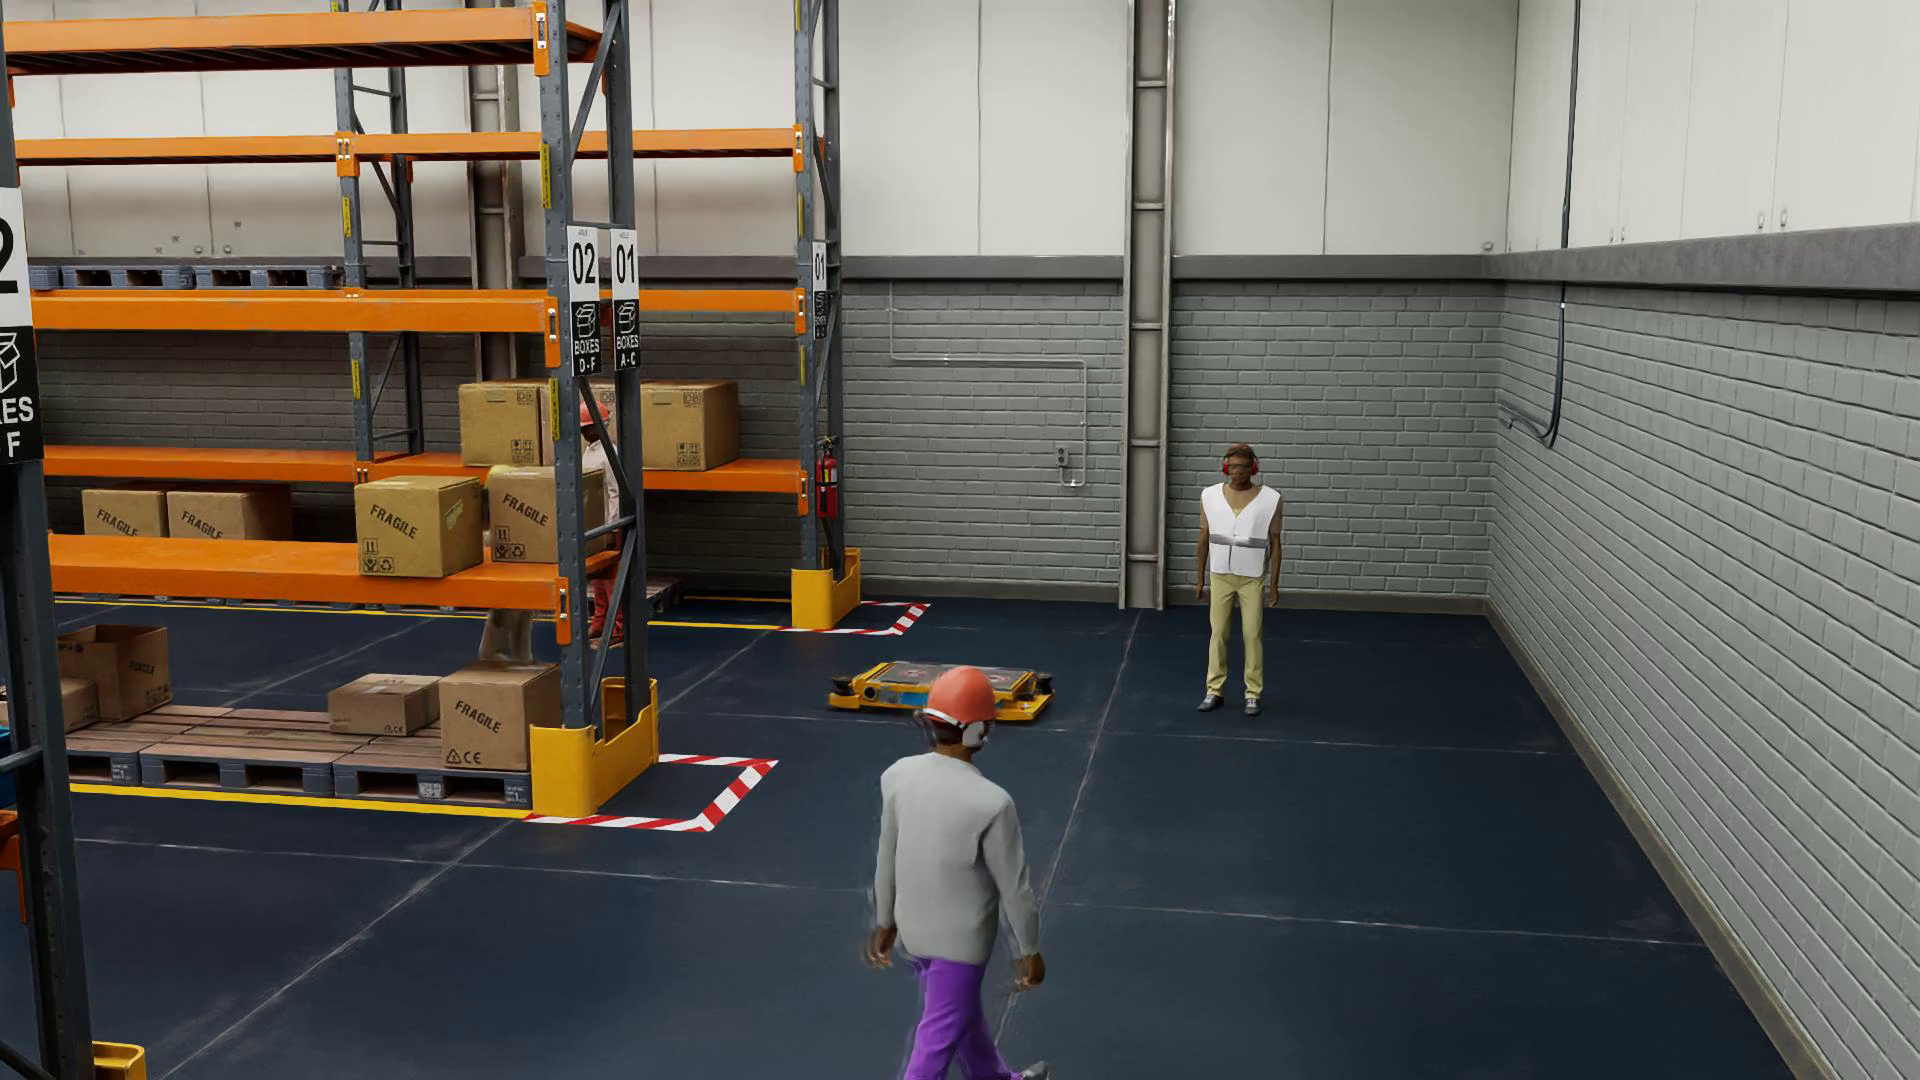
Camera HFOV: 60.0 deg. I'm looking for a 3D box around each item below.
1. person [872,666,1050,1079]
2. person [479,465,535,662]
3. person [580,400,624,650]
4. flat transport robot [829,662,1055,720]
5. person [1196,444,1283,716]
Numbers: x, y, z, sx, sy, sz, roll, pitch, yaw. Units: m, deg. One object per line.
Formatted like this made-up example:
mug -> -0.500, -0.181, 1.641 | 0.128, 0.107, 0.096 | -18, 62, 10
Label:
person -> 0.039, 1.256, 5.502 | 0.879, 1.702, 0.593 | -8, 12, -41
person -> -2.911, 0.387, 10.772 | 0.370, 1.752, 0.542 | 2, 9, 10
person -> -2.866, -0.124, 13.220 | 0.388, 1.987, 0.608 | -6, 11, -33
flat transport robot -> -0.114, 1.021, 11.422 | 1.431, 0.197, 0.652 | 3, 10, 16
person -> 1.887, 0.262, 11.264 | 0.575, 1.841, 0.375 | 4, 10, 21
